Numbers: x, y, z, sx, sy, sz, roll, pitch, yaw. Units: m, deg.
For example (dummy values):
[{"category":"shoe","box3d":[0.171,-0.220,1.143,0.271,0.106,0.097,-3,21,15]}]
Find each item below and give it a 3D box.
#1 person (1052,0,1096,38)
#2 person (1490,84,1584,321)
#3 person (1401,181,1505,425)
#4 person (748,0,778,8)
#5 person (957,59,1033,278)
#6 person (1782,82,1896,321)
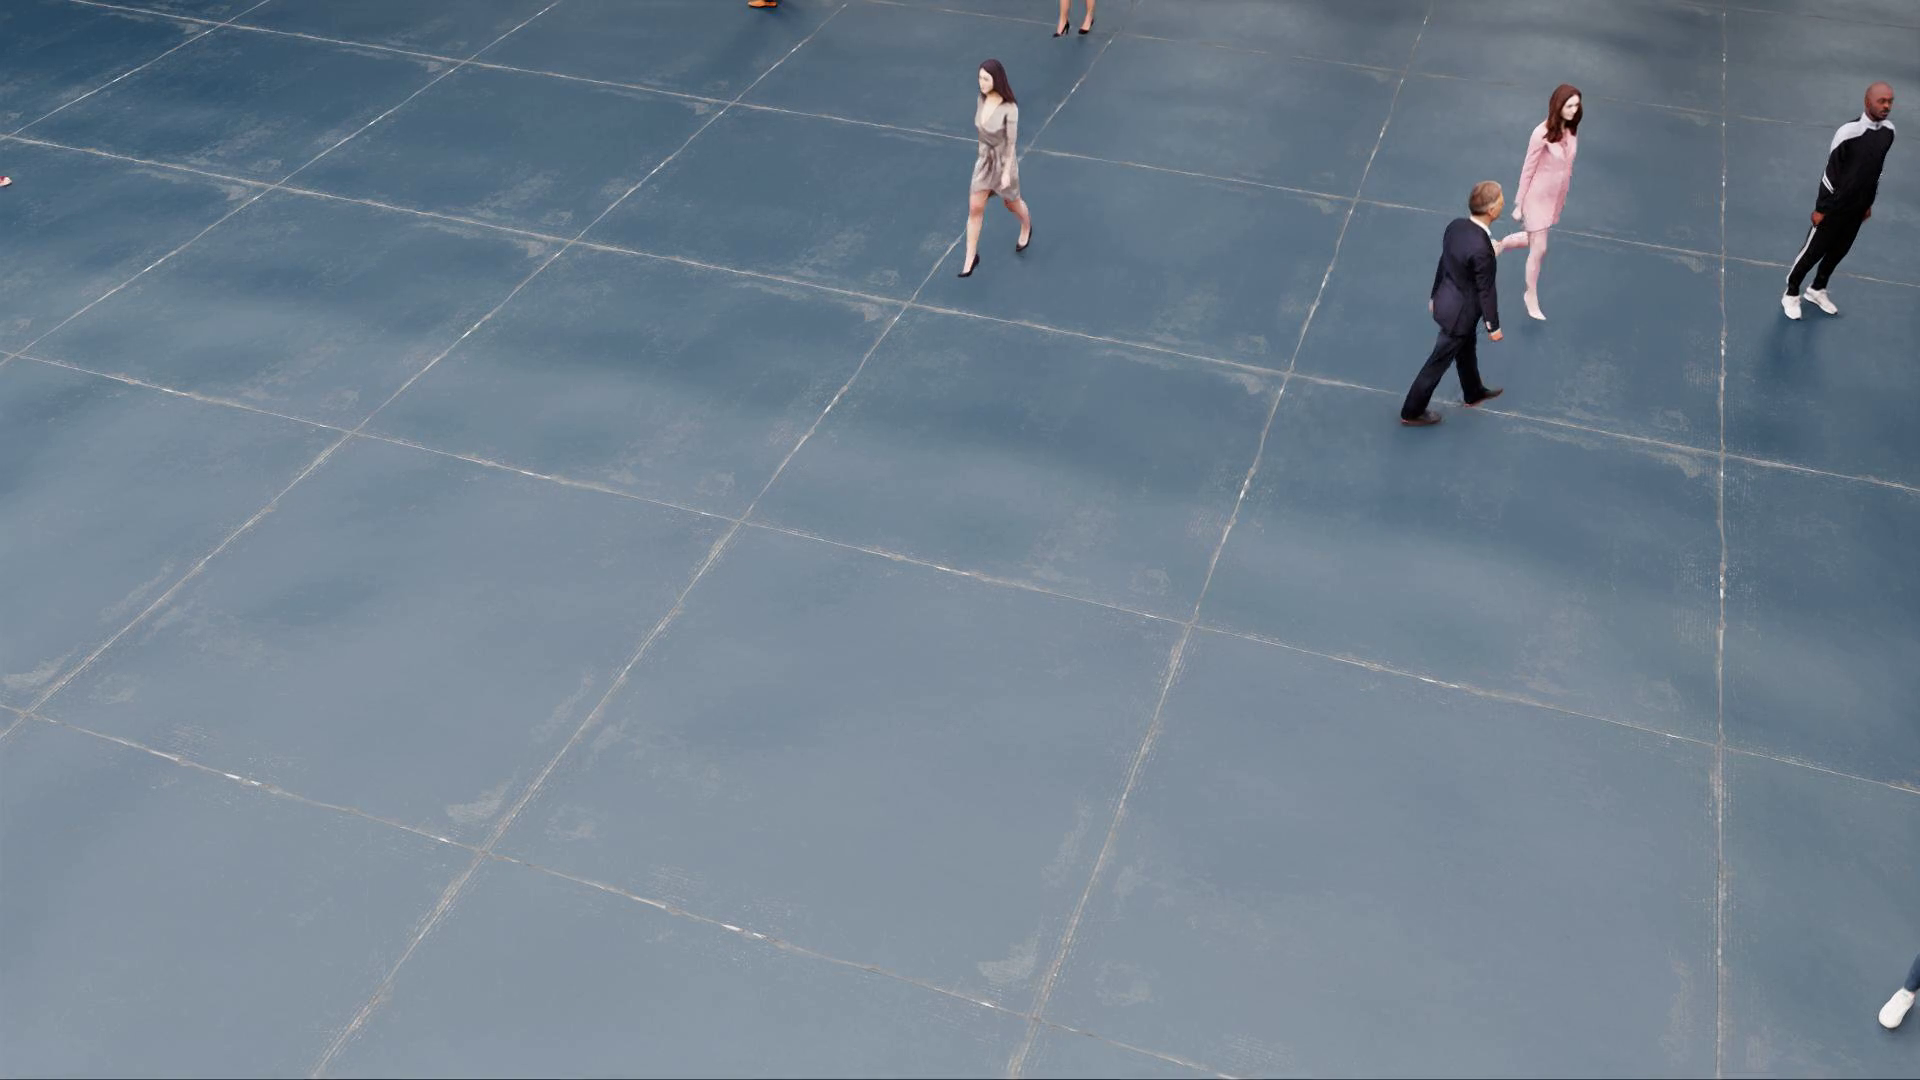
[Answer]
[{"category":"person","box3d":[1.321,-5.951,16.944,0.722,1.628,0.864,30,47,33]},{"category":"person","box3d":[4.315,-2.579,12.511,1.066,1.780,1.090,-19,42,-22]},{"category":"person","box3d":[3.275,-1.549,11.188,1.000,1.786,1.075,-2,38,-3]},{"category":"person","box3d":[-2.082,-6.600,17.627,0.765,1.808,0.541,9,39,12]},{"category":"person","box3d":[0.352,-2.917,13.002,0.864,1.707,1.158,29,46,31]},{"category":"person","box3d":[6.610,-2.553,12.438,0.738,1.828,0.749,-9,39,-12]}]
